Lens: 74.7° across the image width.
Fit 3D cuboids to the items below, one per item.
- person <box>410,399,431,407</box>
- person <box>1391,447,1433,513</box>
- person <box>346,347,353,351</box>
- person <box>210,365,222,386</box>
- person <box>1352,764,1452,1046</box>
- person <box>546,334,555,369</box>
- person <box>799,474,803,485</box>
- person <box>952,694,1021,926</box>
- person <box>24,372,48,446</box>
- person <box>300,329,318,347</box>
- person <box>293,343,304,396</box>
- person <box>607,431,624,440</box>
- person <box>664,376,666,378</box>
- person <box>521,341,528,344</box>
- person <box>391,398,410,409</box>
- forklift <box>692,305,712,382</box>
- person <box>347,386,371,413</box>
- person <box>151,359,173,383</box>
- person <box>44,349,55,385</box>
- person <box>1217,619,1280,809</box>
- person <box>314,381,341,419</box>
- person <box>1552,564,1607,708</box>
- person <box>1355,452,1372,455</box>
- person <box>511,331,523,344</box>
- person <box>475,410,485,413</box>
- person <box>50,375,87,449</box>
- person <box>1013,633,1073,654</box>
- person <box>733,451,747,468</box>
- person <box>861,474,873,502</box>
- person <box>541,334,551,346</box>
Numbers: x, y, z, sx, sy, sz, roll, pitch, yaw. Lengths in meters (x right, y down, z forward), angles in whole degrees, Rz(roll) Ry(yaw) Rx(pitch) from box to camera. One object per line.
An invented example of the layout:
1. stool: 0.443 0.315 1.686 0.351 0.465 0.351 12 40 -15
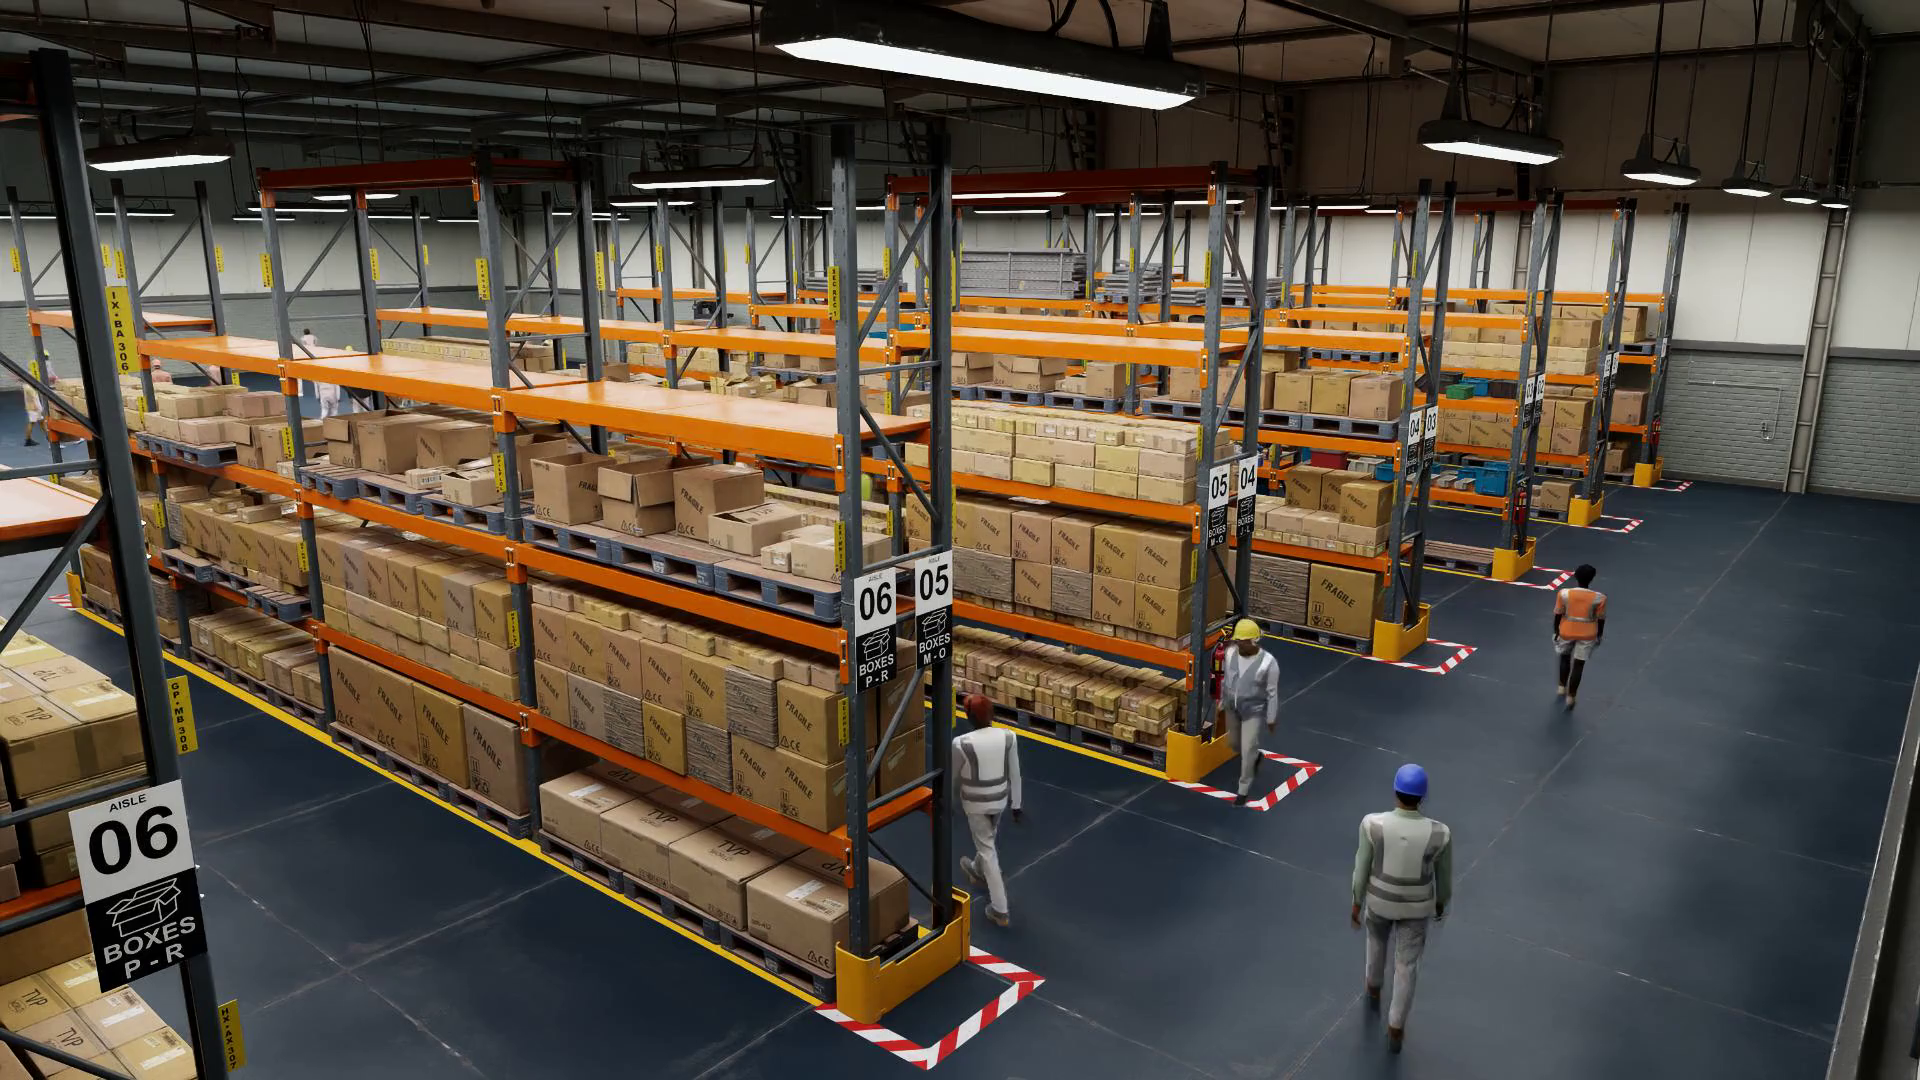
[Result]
1. person: -13.624 -3.233 31.914 0.573 1.923 0.402 -11 17 -38
2. person: 8.800 -1.362 24.509 0.919 1.791 0.606 7 15 27
3. person: -20.286 -5.570 41.950 0.552 1.714 0.907 -2 14 -9
4. person: -22.156 -4.596 37.658 0.475 1.865 0.725 -3 14 -11
5. person: 3.036 2.422 8.686 0.629 1.906 0.904 5 14 19
6. person: -16.522 -7.908 51.096 0.388 1.949 0.603 8 16 31
7. person: -3.439 -1.951 26.536 0.636 1.970 0.473 -10 17 -37
8. person: 0.158 2.097 10.180 0.587 1.825 1.006 -7 15 -26
9. person: -23.978 -3.428 32.777 0.929 1.891 0.572 -12 18 -42
10. person: -25.290 -7.317 49.006 0.626 1.799 0.970 -12 18 -40
11. person: -22.434 -5.829 42.783 0.568 1.830 0.893 -2 14 -10
12. person: -8.228 -2.638 29.747 0.608 1.781 0.913 -2 14 -9
13. person: -10.070 -5.591 42.165 0.537 1.668 0.799 0 14 2
14. person: -14.643 -5.788 42.447 0.583 1.909 0.822 -11 18 -39
15. person: -15.269 -3.798 34.484 0.983 1.823 0.520 8 16 29
16. forklift: -9.511 -7.392 47.124 1.873 2.768 1.129 11 17 38
17. person: -16.647 -3.985 34.895 0.633 1.977 0.436 -11 18 -39
18. person: -22.210 -4.012 35.022 0.648 1.979 0.400 -8 16 -30
19. person: -28.300 -4.987 39.172 0.807 1.897 0.620 -2 14 -6
20. person: 2.804 1.618 12.219 0.606 1.804 0.768 12 18 40
21. person: -17.692 -4.020 35.249 0.651 1.890 0.627 -3 14 -12
22. person: 7.216 1.083 14.675 0.547 1.664 0.696 8 16 31
23. person: 9.344 -2.516 29.039 0.781 1.894 0.453 8 16 29
24. person: -18.703 -8.368 53.205 0.504 1.847 0.345 -7 15 -27
25. person: -14.076 -4.277 36.675 0.498 1.703 0.886 3 14 11
26. person: -23.035 -3.310 32.378 0.648 1.859 0.986 8 16 31
27. person: 1.123 0.559 16.200 0.633 1.986 1.072 -12 18 -40
28. person: -3.878 -0.708 21.666 0.806 1.861 0.594 10 17 35
29. person: -1.733 -0.417 20.584 0.808 1.813 0.649 13 19 43
30. person: -15.352 -6.774 46.762 0.433 1.807 0.736 -3 14 -12
